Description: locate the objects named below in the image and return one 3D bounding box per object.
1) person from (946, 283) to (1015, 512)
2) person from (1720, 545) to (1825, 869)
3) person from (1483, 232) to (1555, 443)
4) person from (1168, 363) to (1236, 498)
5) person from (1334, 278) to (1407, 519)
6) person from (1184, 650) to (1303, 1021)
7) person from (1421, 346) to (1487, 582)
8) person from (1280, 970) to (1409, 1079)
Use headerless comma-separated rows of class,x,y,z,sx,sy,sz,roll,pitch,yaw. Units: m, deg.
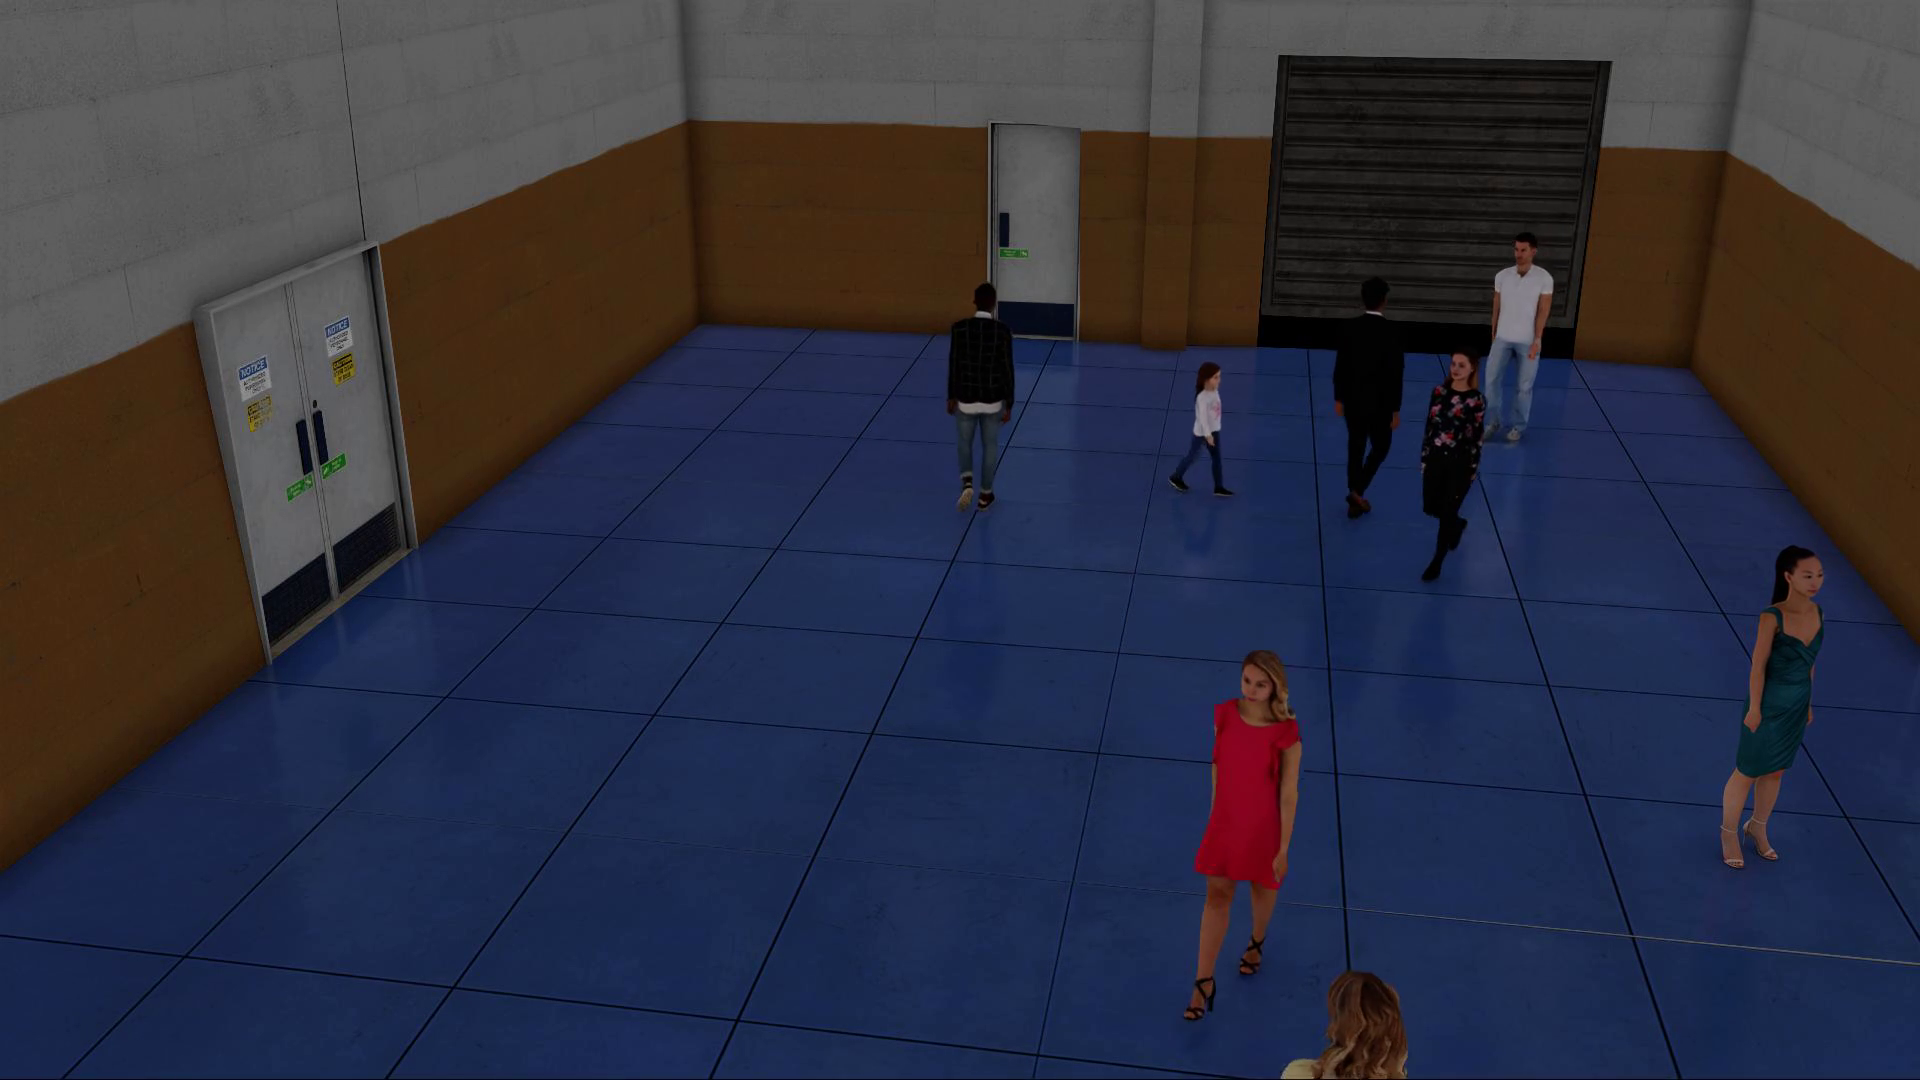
person,0.137,-1.045,12.732,0.813,1.805,0.769,2,22,5
person,4.029,0.833,8.218,0.573,1.687,0.678,-8,23,-19
person,4.887,-1.768,14.480,0.750,1.844,0.853,14,26,30
person,1.914,-0.885,13.290,0.840,1.092,0.684,17,28,37
person,3.059,-1.037,12.622,0.837,1.873,0.925,15,26,33
person,1.305,1.211,7.263,0.967,1.697,0.872,13,25,30
person,3.482,-0.553,11.692,0.925,1.668,0.919,19,29,39
person,1.150,2.135,4.961,0.688,1.683,0.776,15,27,34
